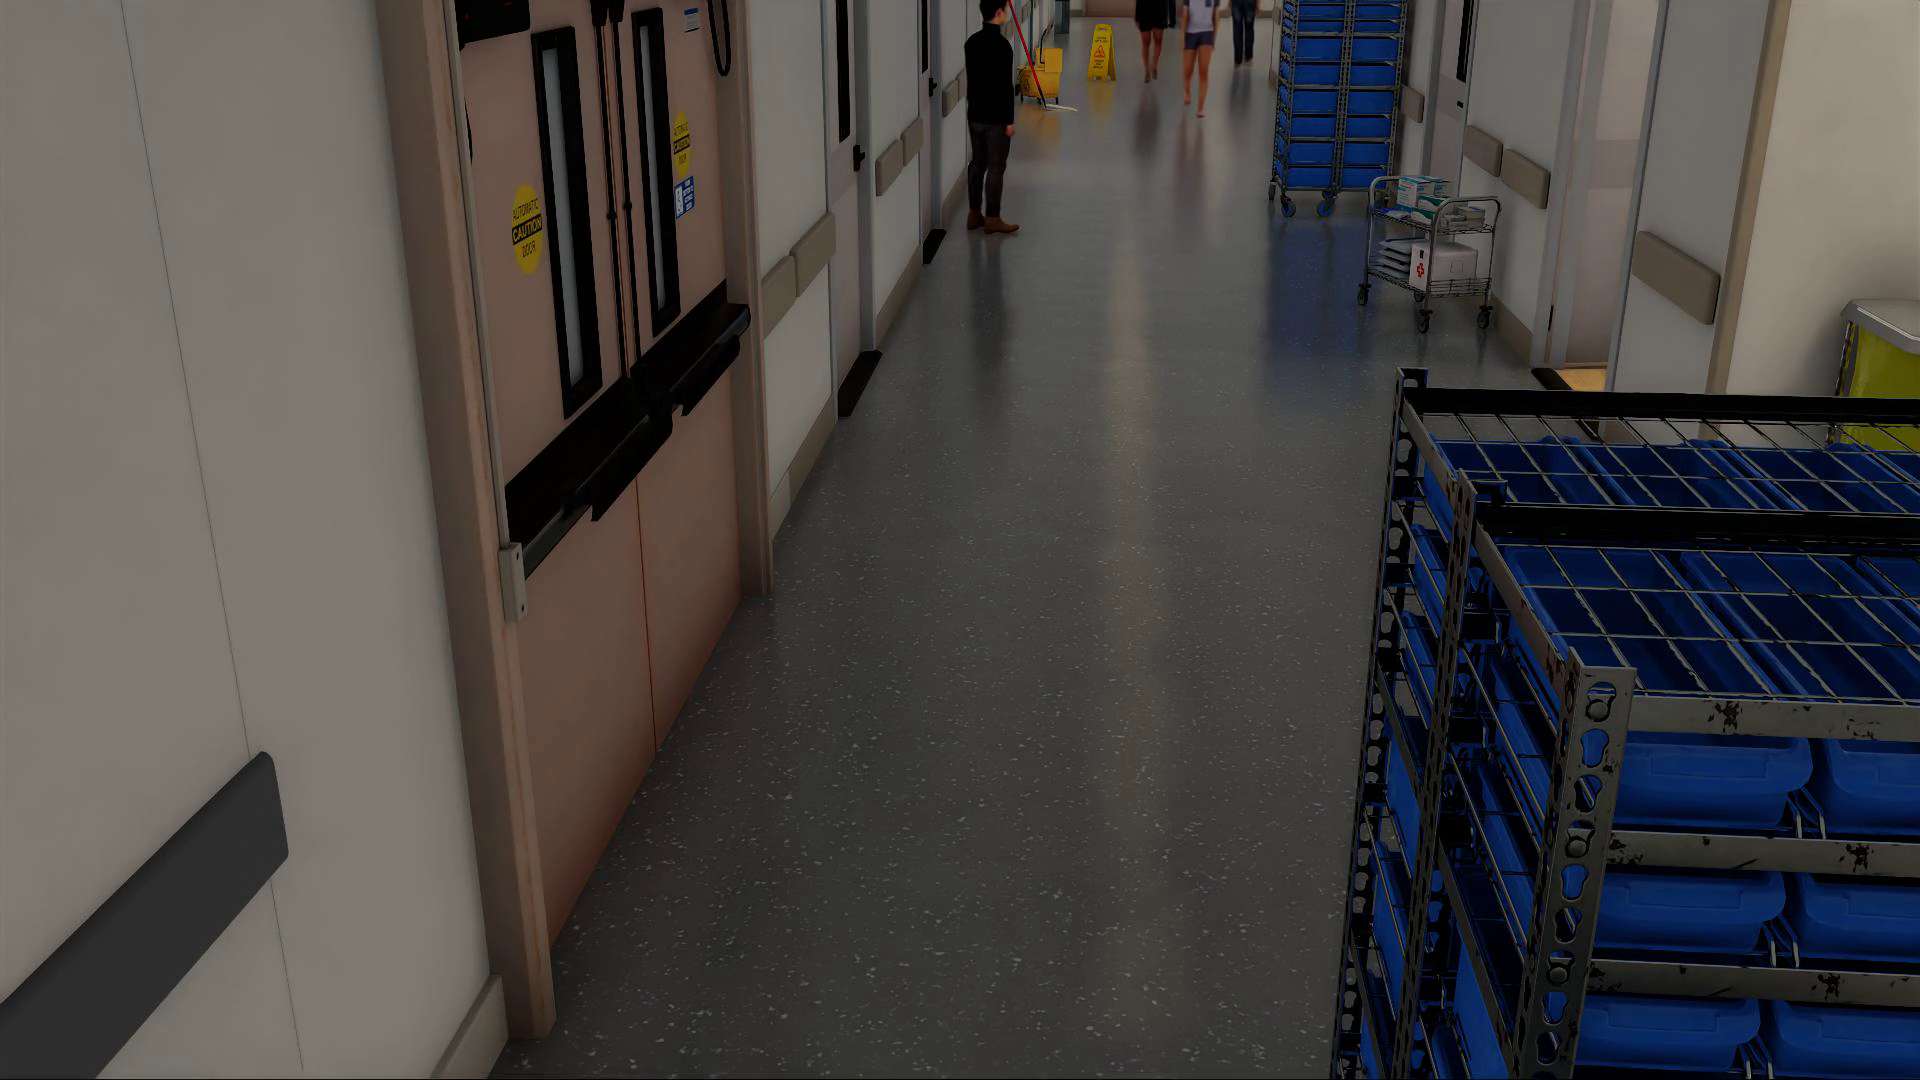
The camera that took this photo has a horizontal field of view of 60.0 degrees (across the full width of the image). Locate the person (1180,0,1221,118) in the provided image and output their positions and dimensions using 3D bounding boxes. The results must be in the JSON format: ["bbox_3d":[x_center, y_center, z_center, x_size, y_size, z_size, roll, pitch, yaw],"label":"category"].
[{"bbox_3d":[2.721,-5.730,19.053,0.597,1.711,0.944,1,21,2],"label":"person"}]

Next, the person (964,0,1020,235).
[{"bbox_3d":[0.214,-3.131,12.177,0.775,1.721,0.699,-15,25,-34],"label":"person"}]

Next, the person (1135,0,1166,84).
[{"bbox_3d":[2.609,-7.116,22.826,0.577,1.630,0.606,1,21,2],"label":"person"}]

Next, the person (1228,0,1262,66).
[{"bbox_3d":[4.270,-8.077,25.115,0.817,1.807,1.241,5,21,13],"label":"person"}]
